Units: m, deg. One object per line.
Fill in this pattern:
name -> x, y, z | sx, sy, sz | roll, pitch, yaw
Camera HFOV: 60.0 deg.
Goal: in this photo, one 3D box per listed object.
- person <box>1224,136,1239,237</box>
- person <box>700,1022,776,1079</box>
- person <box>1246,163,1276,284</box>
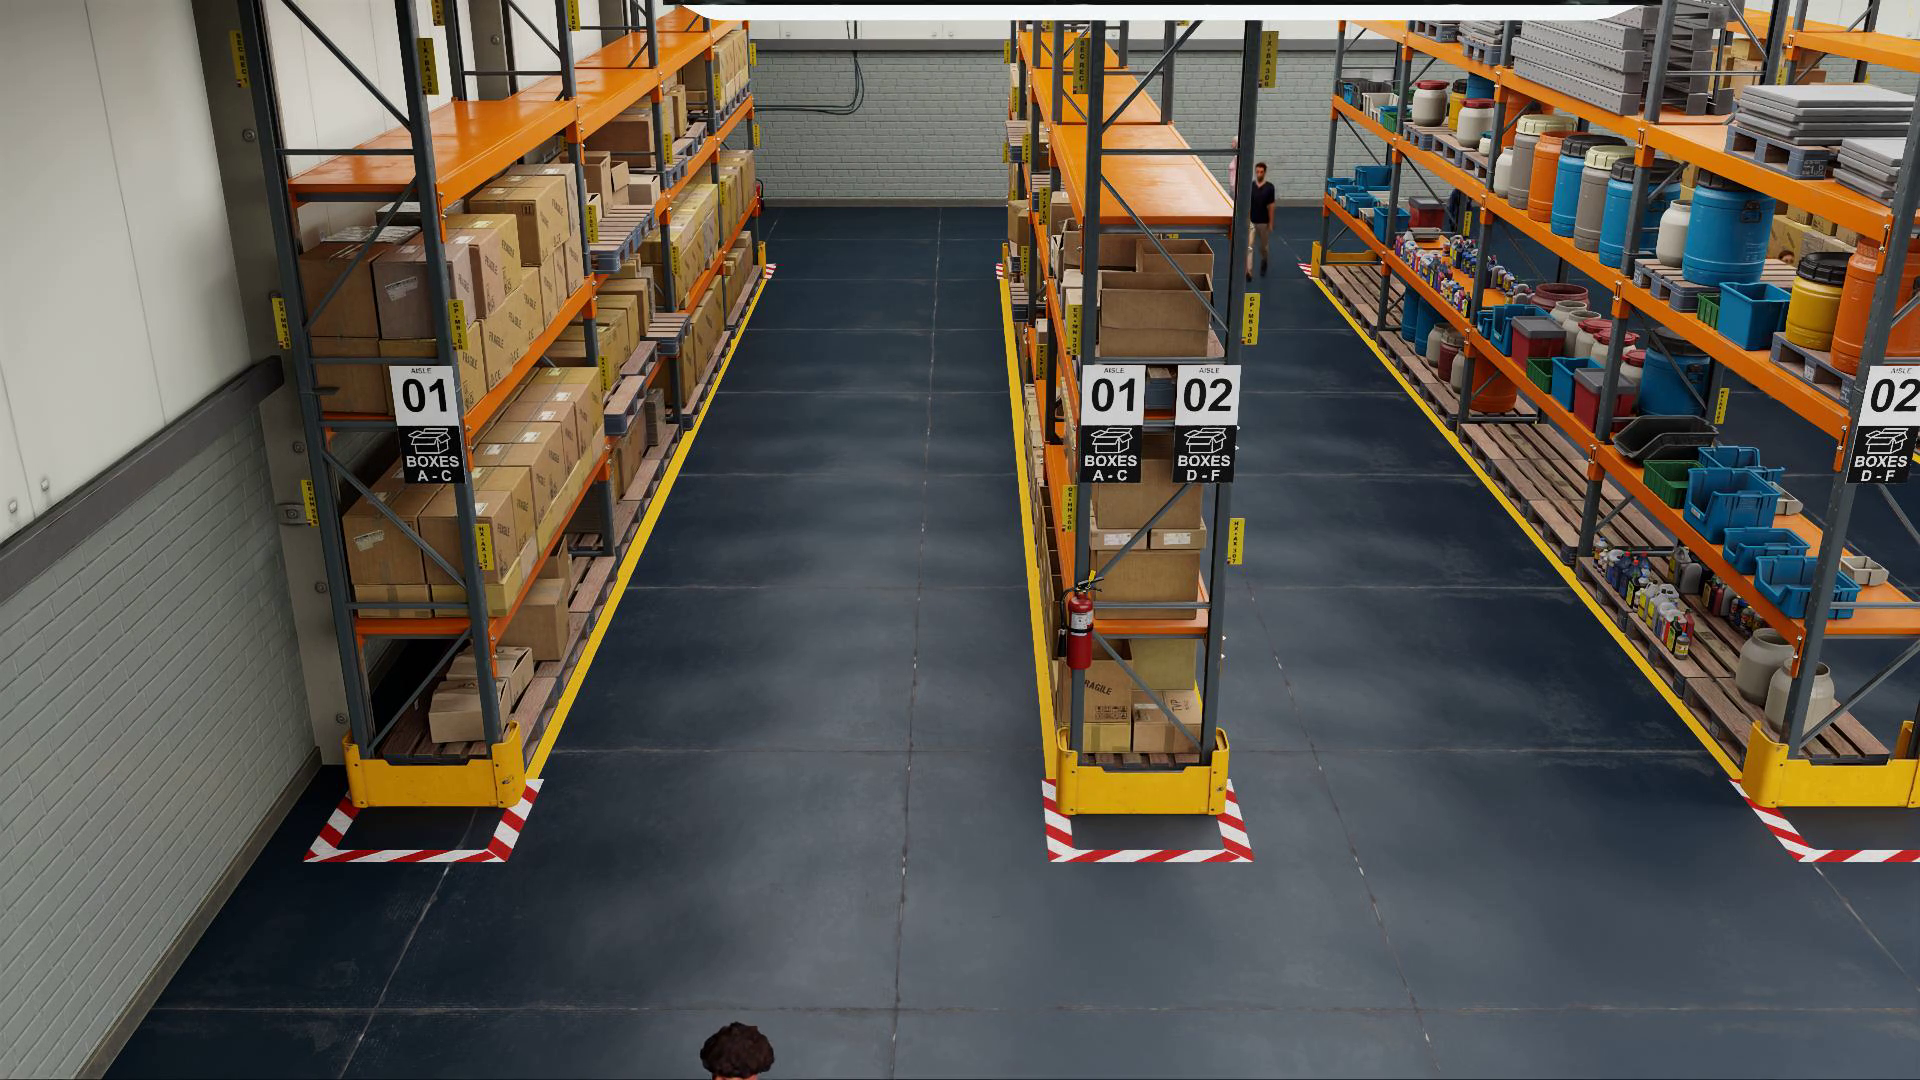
person -> 4.831, -6.188, 29.043 | 0.664, 1.726, 0.521 | 5, 23, 12
person -> -0.864, 2.768, 7.063 | 0.833, 1.789, 0.908 | 16, 27, 34
person -> 4.660, -4.941, 25.872 | 0.936, 1.818, 1.229 | 8, 24, 19
